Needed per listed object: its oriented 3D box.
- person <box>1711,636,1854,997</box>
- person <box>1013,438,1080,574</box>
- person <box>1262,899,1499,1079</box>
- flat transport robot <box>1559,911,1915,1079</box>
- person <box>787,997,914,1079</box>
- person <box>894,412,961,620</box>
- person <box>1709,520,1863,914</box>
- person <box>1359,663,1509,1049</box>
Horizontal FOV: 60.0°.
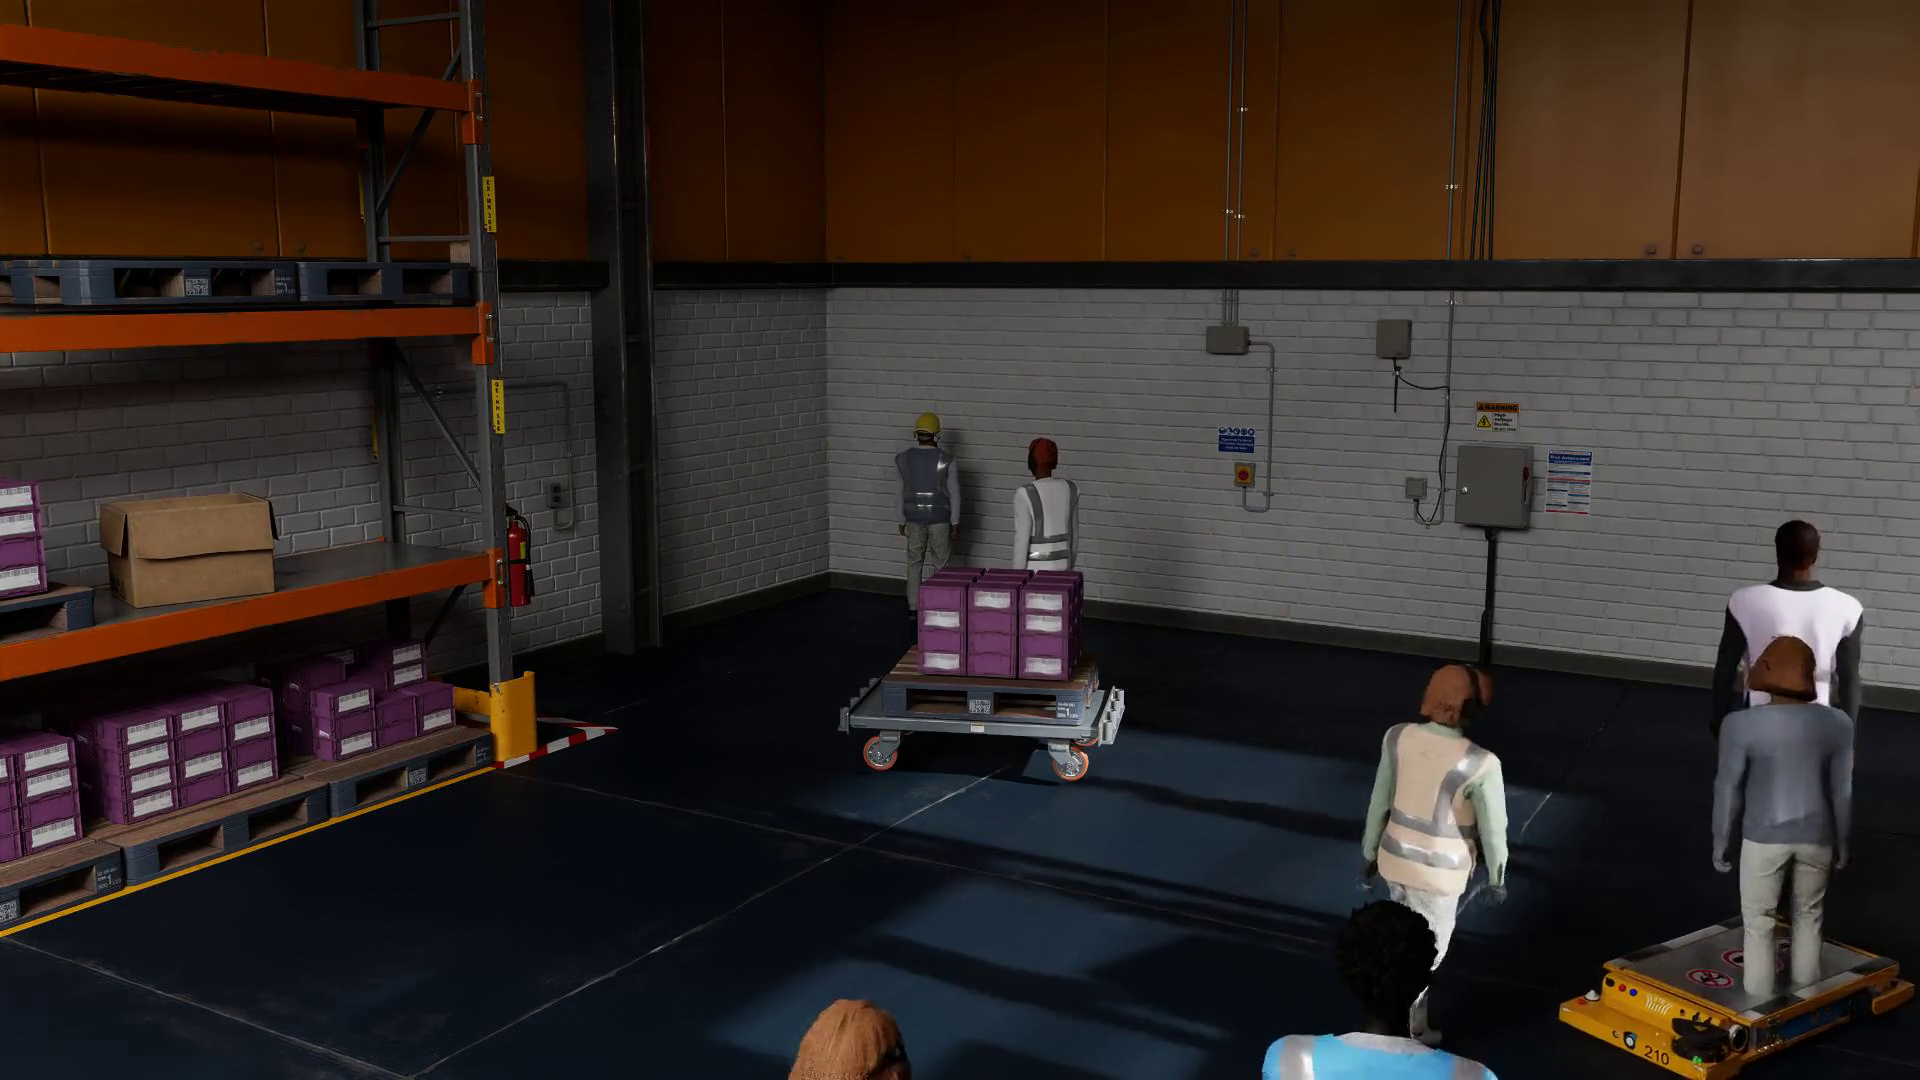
[{"bbox_3d":[3.229,1.186,6.539,0.536,1.615,0.388,1,9,4],"label":"person"},{"bbox_3d":[0.594,0.220,11.743,0.572,1.883,0.354,-7,11,-36],"label":"person"},{"bbox_3d":[0.906,1.615,3.654,0.537,1.676,0.423,2,9,12],"label":"person"},{"bbox_3d":[3.174,1.822,6.759,1.431,0.197,0.652,-6,11,-32],"label":"flat transport robot"},{"bbox_3d":[-0.245,1.707,3.273,0.513,1.616,0.538,9,13,43],"label":"person"},{"bbox_3d":[-0.271,-0.202,14.527,0.589,1.833,0.404,2,9,12],"label":"person"},{"bbox_3d":[3.942,0.829,7.992,0.597,1.861,1.032,2,9,10],"label":"person"},{"bbox_3d":[1.789,1.242,6.183,0.654,1.612,0.518,-5,11,-31],"label":"person"}]
